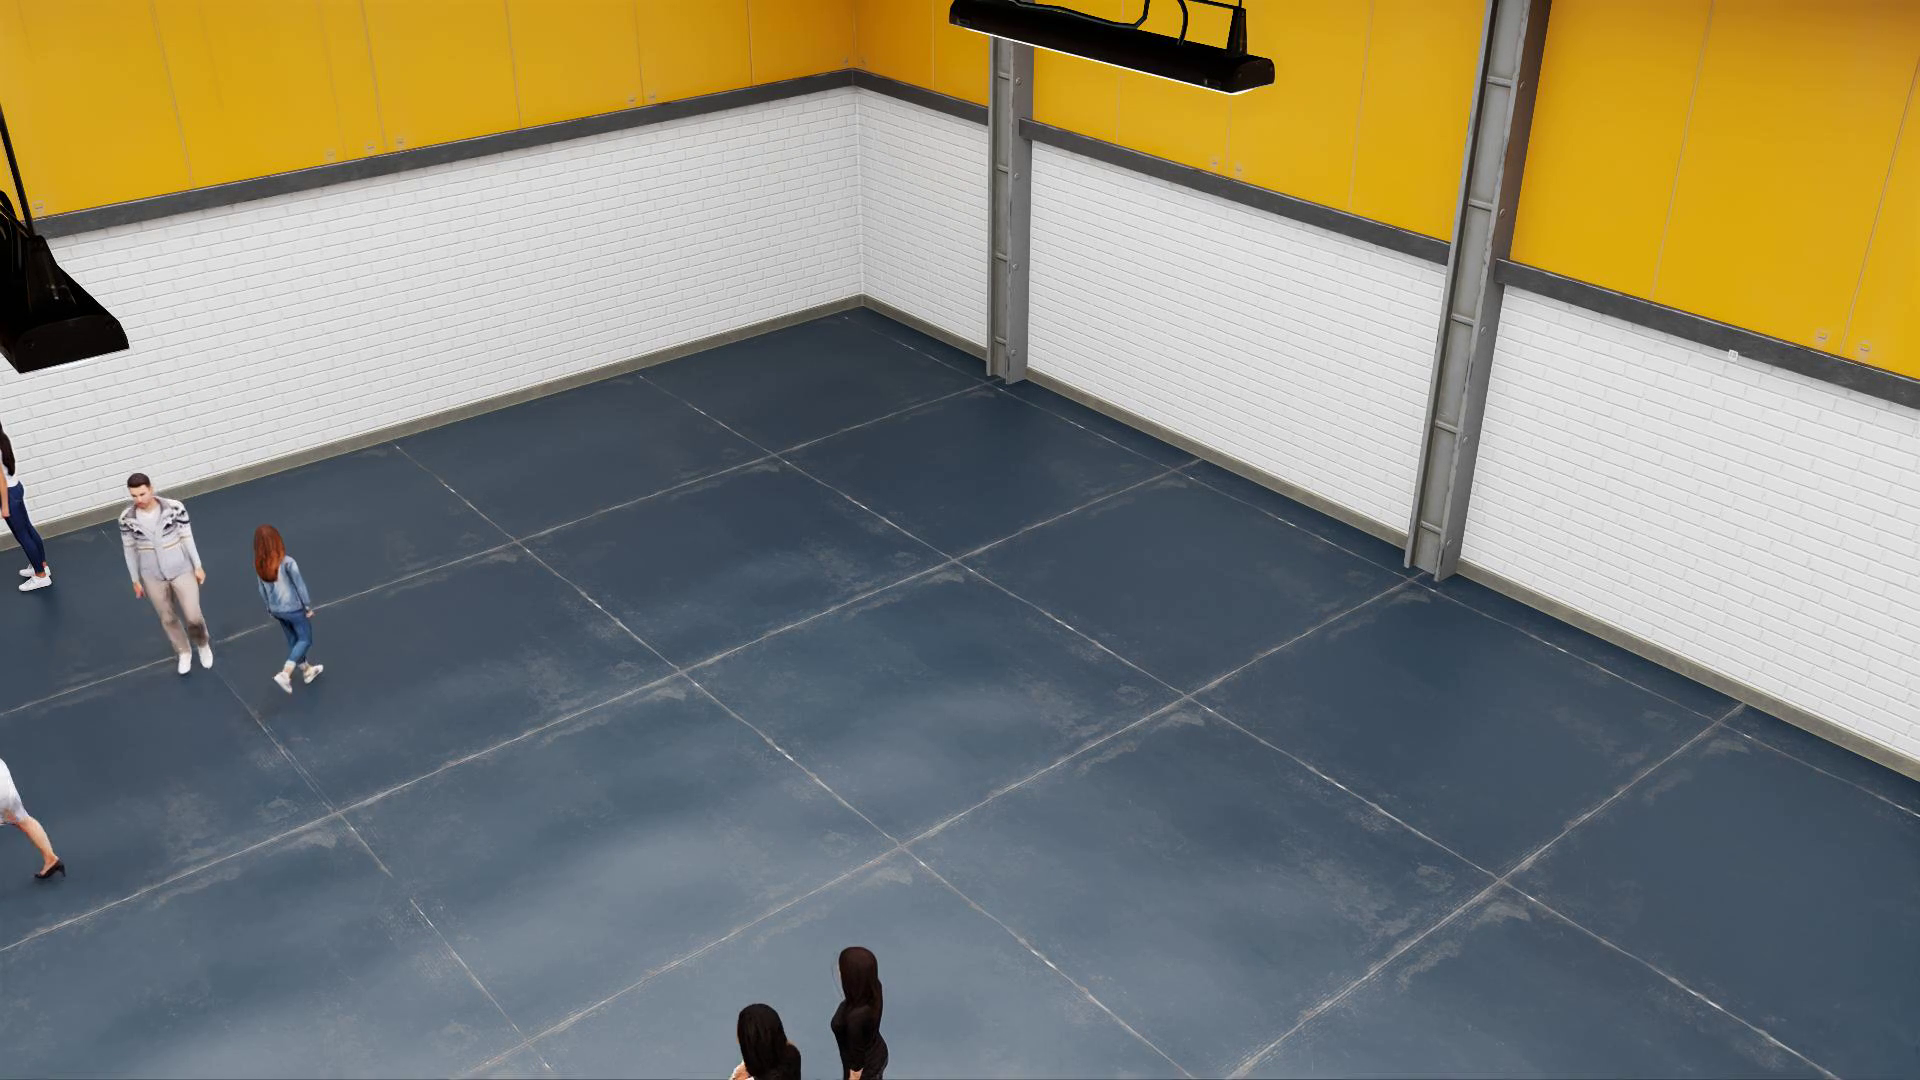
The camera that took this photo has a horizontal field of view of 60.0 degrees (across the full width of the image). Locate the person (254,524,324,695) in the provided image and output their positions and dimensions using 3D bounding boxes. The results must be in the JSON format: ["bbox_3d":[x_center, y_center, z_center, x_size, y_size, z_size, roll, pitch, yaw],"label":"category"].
[{"bbox_3d":[-5.485,0.587,13.458,0.846,1.463,0.870,8,30,15],"label":"person"}]

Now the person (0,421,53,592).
[{"bbox_3d":[-8.513,-0.389,14.923,0.718,1.775,0.574,-9,30,-17],"label":"person"}]

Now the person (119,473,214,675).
[{"bbox_3d":[-6.527,0.225,13.730,0.798,1.839,0.781,-8,30,-15],"label":"person"}]

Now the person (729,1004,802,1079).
[{"bbox_3d":[-0.897,3.122,8.468,0.840,1.793,0.781,10,30,18],"label":"person"}]

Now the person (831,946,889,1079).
[{"bbox_3d":[-0.516,2.873,9.082,0.684,1.642,0.655,6,29,11],"label":"person"}]
